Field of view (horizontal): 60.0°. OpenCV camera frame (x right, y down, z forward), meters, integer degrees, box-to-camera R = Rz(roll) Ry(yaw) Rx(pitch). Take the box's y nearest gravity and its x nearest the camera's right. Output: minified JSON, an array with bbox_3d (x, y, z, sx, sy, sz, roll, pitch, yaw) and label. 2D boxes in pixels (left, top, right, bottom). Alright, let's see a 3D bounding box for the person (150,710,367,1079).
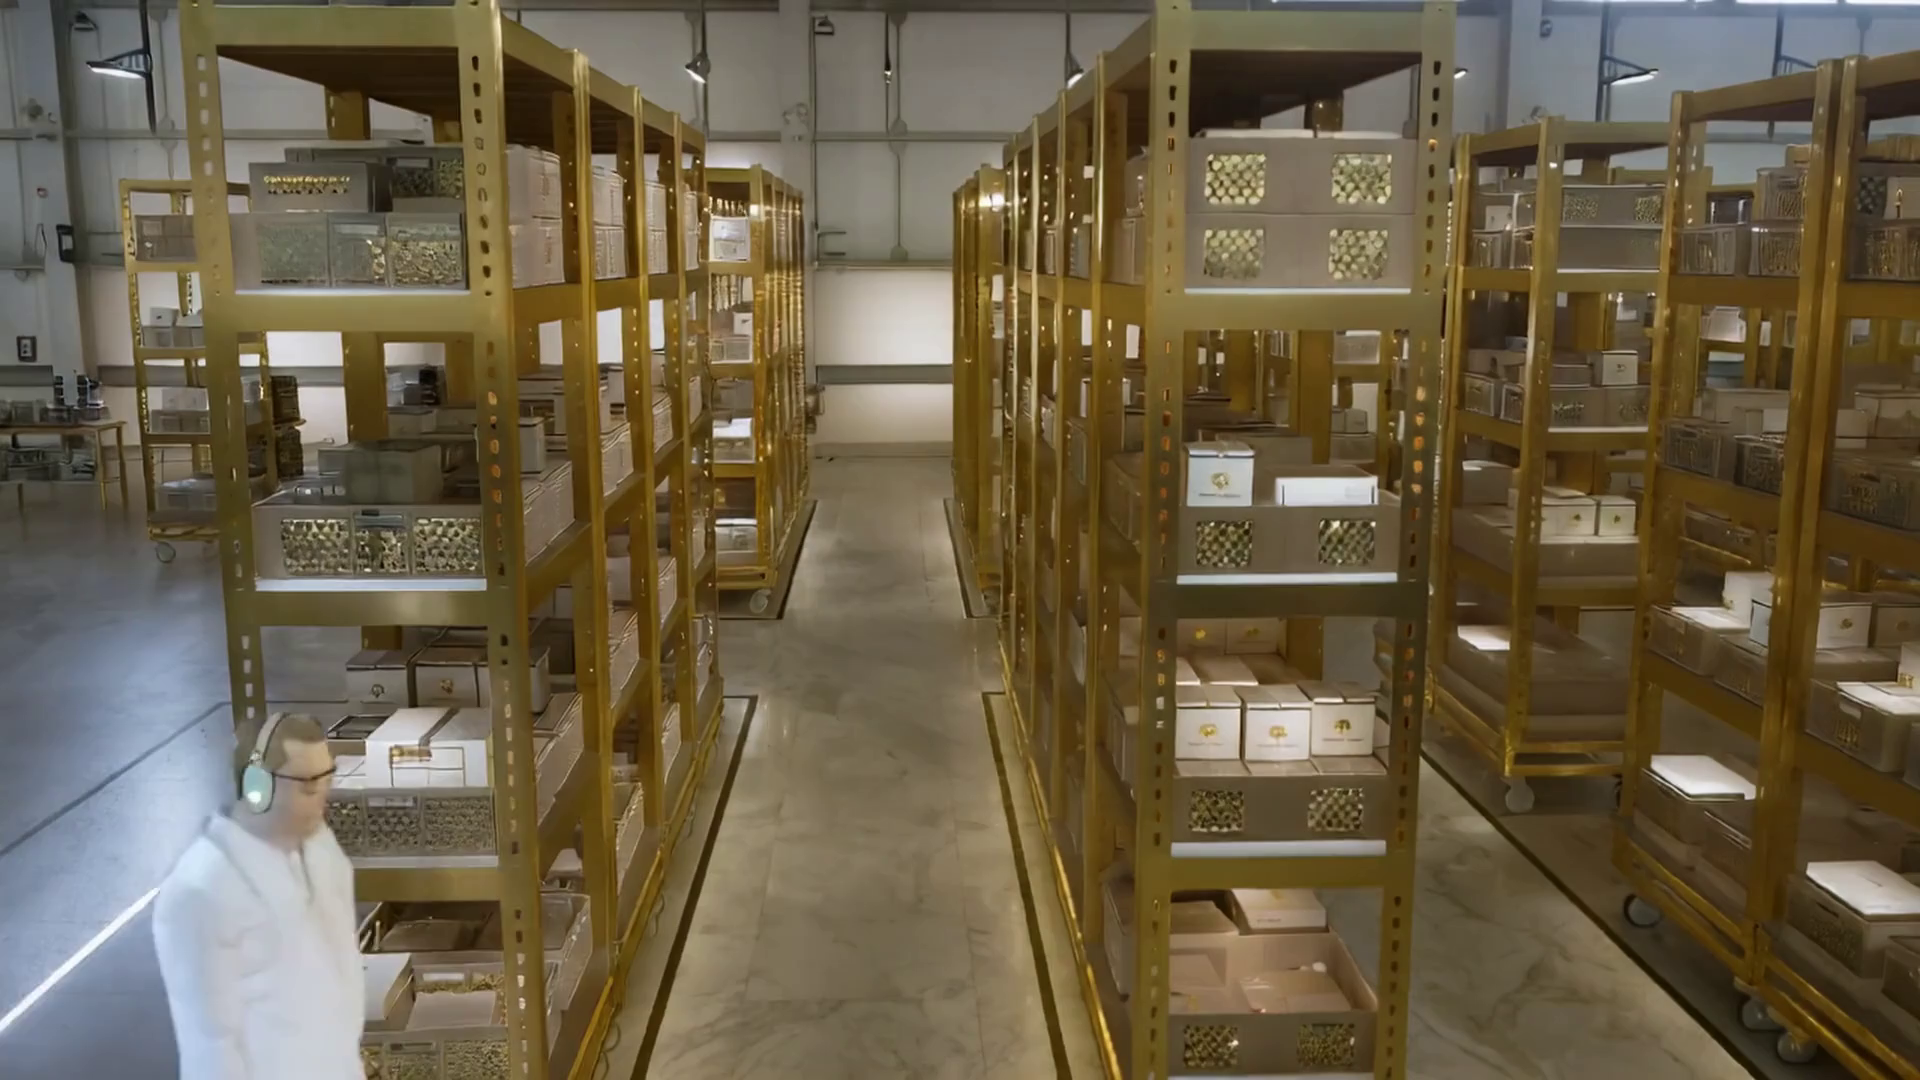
[{"bbox_3d":[-1.733,1.326,4.094,0.867,1.876,0.650,2,10,14],"label":"person"}]
